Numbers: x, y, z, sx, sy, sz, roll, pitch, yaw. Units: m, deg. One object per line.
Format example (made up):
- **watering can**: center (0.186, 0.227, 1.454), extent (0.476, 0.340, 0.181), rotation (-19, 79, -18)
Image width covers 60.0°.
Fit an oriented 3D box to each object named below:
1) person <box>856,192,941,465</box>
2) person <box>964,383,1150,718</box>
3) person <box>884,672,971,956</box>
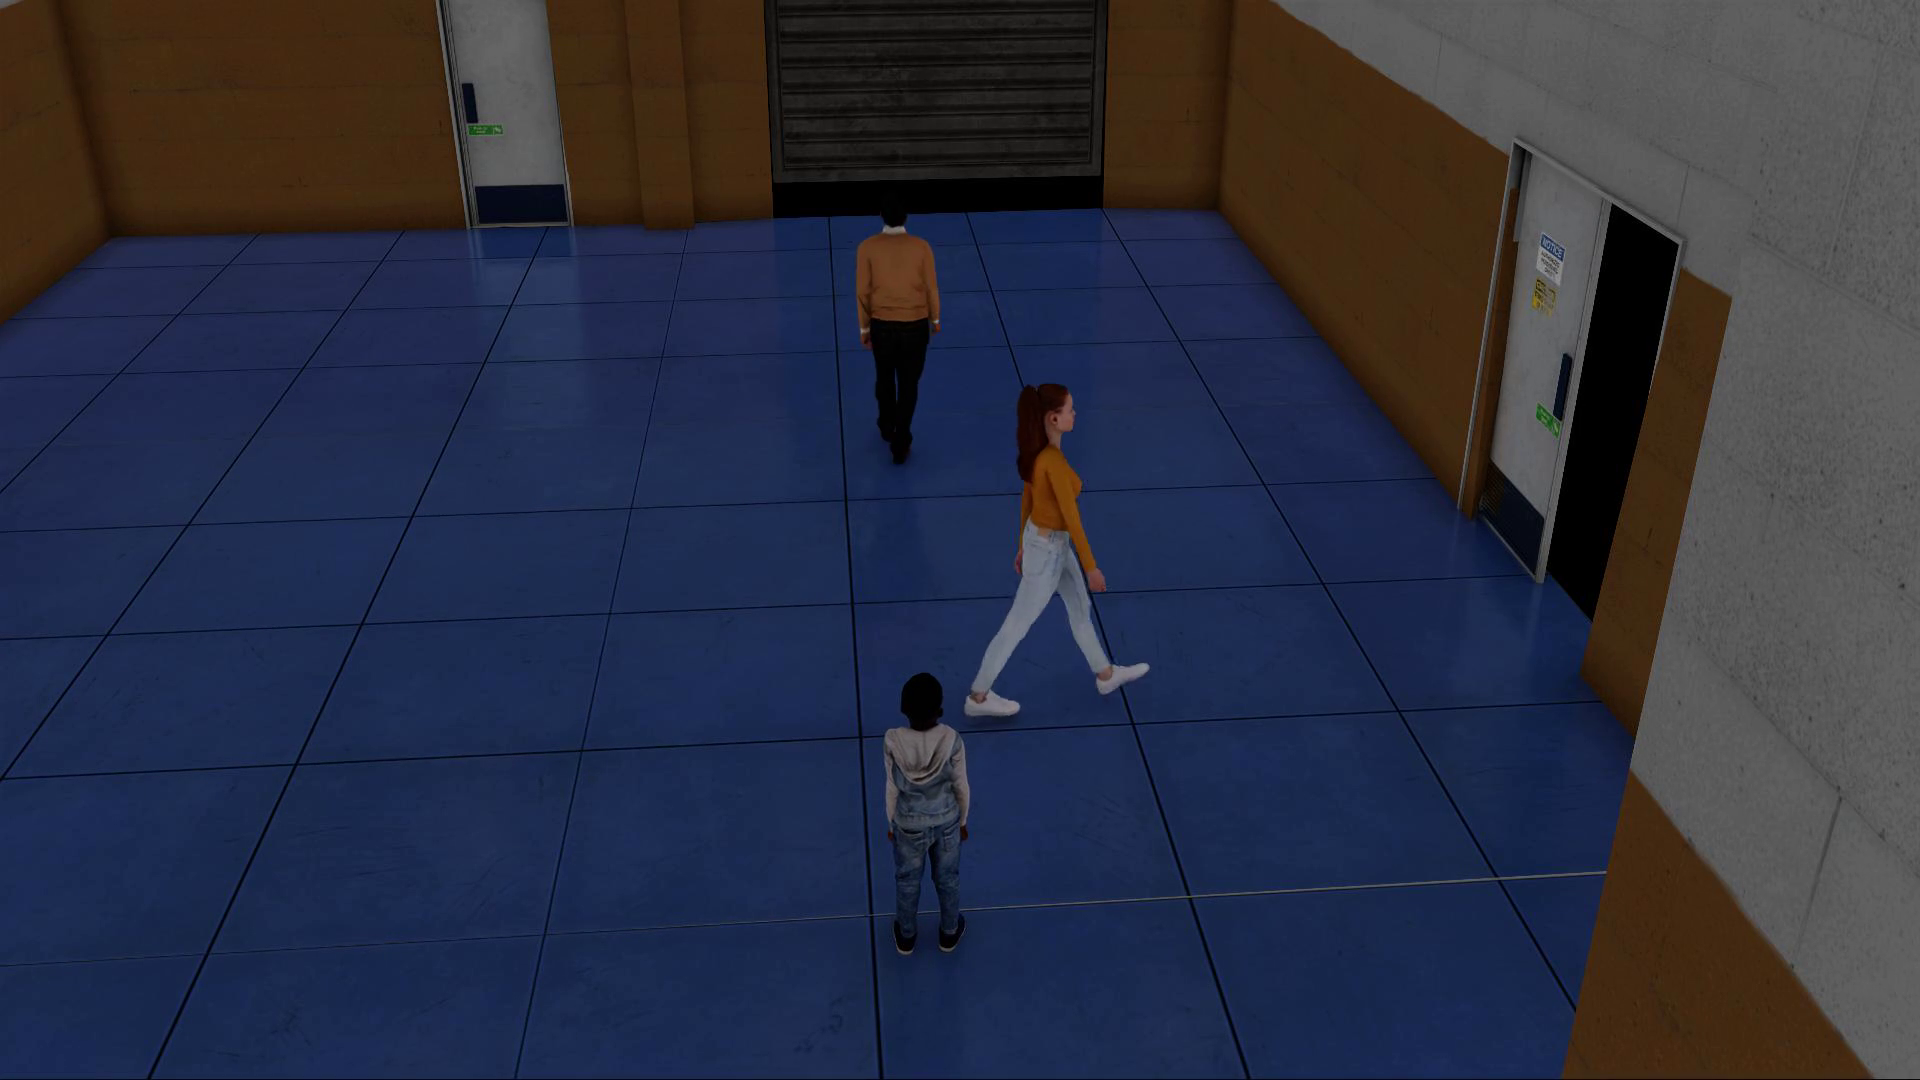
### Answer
- **person**: center (-0.404, -1.319, 10.600), extent (0.864, 1.735, 0.840), rotation (4, 27, 8)
- **person**: center (0.321, 0.124, 7.808), extent (1.200, 1.694, 0.662), rotation (-5, 27, -10)
- **person**: center (-0.136, 1.064, 6.433), extent (0.437, 1.261, 0.542), rotation (-1, 27, -2)
